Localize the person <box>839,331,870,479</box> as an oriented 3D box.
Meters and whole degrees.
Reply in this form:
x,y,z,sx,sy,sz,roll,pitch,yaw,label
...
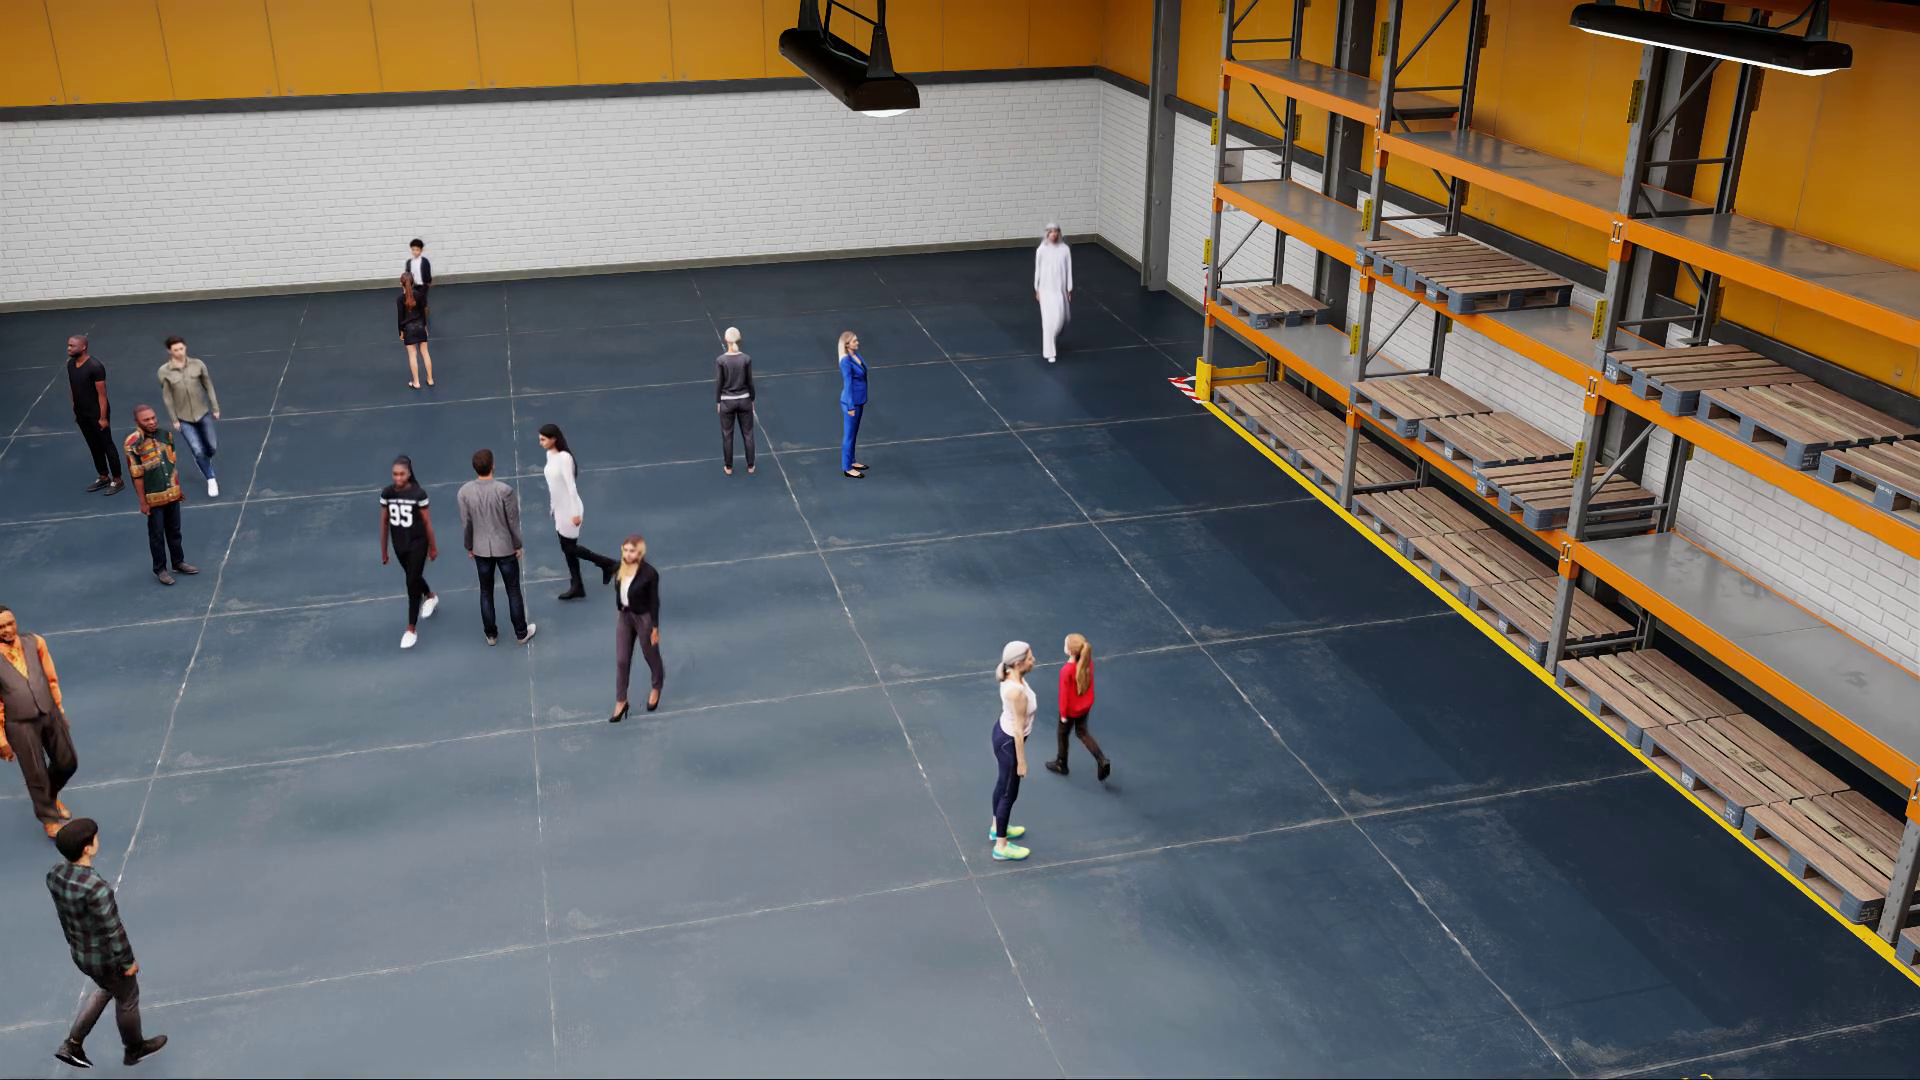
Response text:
x,y,z,sx,sy,sz,roll,pitch,yaw,label
-1.248,-1.569,19.059,0.755,1.701,0.622,3,24,7,person

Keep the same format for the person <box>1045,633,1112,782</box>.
x,y,z,sx,sy,sz,roll,pitch,yaw,label
0.943,1.321,12.988,0.711,1.268,0.875,-21,31,-39,person

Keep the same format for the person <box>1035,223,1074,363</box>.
x,y,z,sx,sy,sz,roll,pitch,yaw,label
1.289,-3.479,23.164,0.735,1.912,0.952,-3,24,-7,person

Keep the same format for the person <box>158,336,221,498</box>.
x,y,z,sx,sy,sz,roll,pitch,yaw,label
-8.558,-1.404,18.510,0.886,1.838,1.028,-16,28,-32,person

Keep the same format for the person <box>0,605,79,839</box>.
x,y,z,sx,sy,sz,roll,pitch,yaw,label
-6.879,1.312,12.223,0.920,1.896,0.869,17,29,34,person

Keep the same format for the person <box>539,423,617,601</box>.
x,y,z,sx,sy,sz,roll,pitch,yaw,label
-3.689,-0.283,16.015,0.874,1.783,0.879,-18,29,-35,person

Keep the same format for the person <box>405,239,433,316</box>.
x,y,z,sx,sy,sz,roll,pitch,yaw,label
-8.142,-3.938,25.115,0.712,1.191,0.906,4,24,9,person

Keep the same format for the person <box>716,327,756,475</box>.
x,y,z,sx,sy,sz,roll,pitch,yaw,label
-2.582,-1.604,19.108,0.589,1.726,0.503,-6,24,-14,person

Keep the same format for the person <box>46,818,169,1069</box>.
x,y,z,sx,sy,sz,roll,pitch,yaw,label
-5.087,2.411,9.695,0.944,1.701,0.978,14,27,28,person

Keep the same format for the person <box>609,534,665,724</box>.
x,y,z,sx,sy,sz,roll,pitch,yaw,label
-2.644,0.691,13.948,0.874,1.653,0.961,10,25,21,person

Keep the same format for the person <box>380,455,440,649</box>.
x,y,z,sx,sy,sz,roll,pitch,yaw,label
-5.053,0.045,15.393,0.983,1.680,1.261,5,24,11,person

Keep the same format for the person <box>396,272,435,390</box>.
x,y,z,sx,sy,sz,roll,pitch,yaw,label
-7.235,-2.792,22.040,0.618,1.555,0.643,-16,28,-32,person

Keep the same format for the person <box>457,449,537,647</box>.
x,y,z,sx,sy,sz,roll,pitch,yaw,label
-4.221,0.070,15.093,0.743,1.874,0.693,0,24,0,person

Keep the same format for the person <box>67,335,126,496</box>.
x,y,z,sx,sy,sz,roll,pitch,yaw,label
-9.670,-1.417,18.562,0.750,1.820,0.782,10,26,22,person

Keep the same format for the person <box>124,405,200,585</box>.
x,y,z,sx,sy,sz,roll,pitch,yaw,label
-7.919,-0.478,16.430,0.877,1.807,0.814,13,27,27,person

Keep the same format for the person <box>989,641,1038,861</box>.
x,y,z,sx,sy,sz,roll,pitch,yaw,label
0.359,1.499,12.045,0.679,1.698,0.531,-2,24,-5,person
